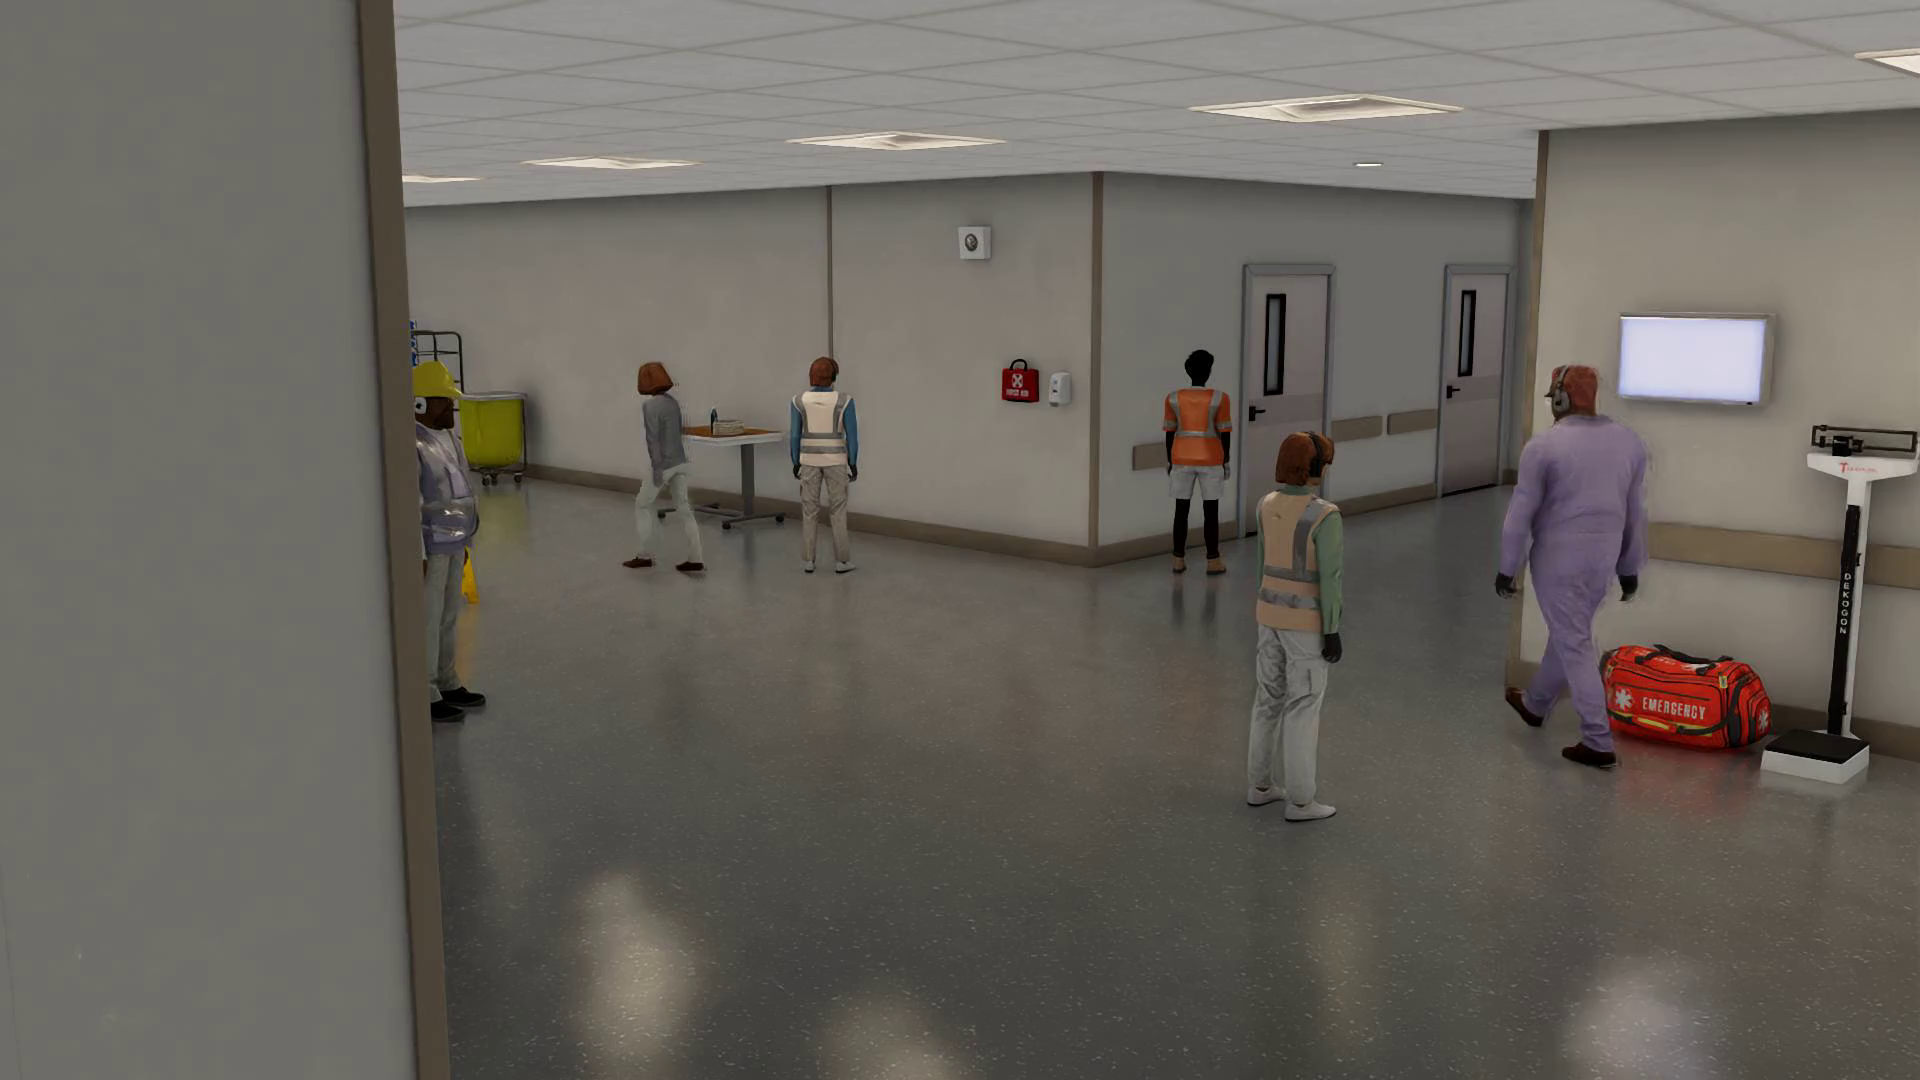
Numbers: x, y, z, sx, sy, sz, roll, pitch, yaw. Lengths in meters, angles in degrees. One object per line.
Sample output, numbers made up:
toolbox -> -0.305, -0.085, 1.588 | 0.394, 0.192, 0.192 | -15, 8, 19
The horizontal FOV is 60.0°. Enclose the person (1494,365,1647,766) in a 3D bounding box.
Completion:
person -> 2.886, 0.091, 7.952 | 0.662, 1.841, 1.030 | -3, 10, -17

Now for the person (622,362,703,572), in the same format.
person -> -2.275, -0.543, 12.608 | 0.699, 1.592, 0.514 | 3, 10, 20

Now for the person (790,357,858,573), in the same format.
person -> -1.025, -0.561, 12.580 | 0.522, 1.638, 0.310 | 1, 9, 8

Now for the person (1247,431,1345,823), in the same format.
person -> 1.405, 0.359, 6.970 | 0.315, 1.629, 0.508 | -4, 10, -25

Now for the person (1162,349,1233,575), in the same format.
person -> 1.789, -0.580, 12.516 | 0.533, 1.697, 0.319 | 4, 10, 22

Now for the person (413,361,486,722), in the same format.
person -> -2.673, 0.004, 8.524 | 0.404, 1.831, 0.600 | 1, 9, 5
